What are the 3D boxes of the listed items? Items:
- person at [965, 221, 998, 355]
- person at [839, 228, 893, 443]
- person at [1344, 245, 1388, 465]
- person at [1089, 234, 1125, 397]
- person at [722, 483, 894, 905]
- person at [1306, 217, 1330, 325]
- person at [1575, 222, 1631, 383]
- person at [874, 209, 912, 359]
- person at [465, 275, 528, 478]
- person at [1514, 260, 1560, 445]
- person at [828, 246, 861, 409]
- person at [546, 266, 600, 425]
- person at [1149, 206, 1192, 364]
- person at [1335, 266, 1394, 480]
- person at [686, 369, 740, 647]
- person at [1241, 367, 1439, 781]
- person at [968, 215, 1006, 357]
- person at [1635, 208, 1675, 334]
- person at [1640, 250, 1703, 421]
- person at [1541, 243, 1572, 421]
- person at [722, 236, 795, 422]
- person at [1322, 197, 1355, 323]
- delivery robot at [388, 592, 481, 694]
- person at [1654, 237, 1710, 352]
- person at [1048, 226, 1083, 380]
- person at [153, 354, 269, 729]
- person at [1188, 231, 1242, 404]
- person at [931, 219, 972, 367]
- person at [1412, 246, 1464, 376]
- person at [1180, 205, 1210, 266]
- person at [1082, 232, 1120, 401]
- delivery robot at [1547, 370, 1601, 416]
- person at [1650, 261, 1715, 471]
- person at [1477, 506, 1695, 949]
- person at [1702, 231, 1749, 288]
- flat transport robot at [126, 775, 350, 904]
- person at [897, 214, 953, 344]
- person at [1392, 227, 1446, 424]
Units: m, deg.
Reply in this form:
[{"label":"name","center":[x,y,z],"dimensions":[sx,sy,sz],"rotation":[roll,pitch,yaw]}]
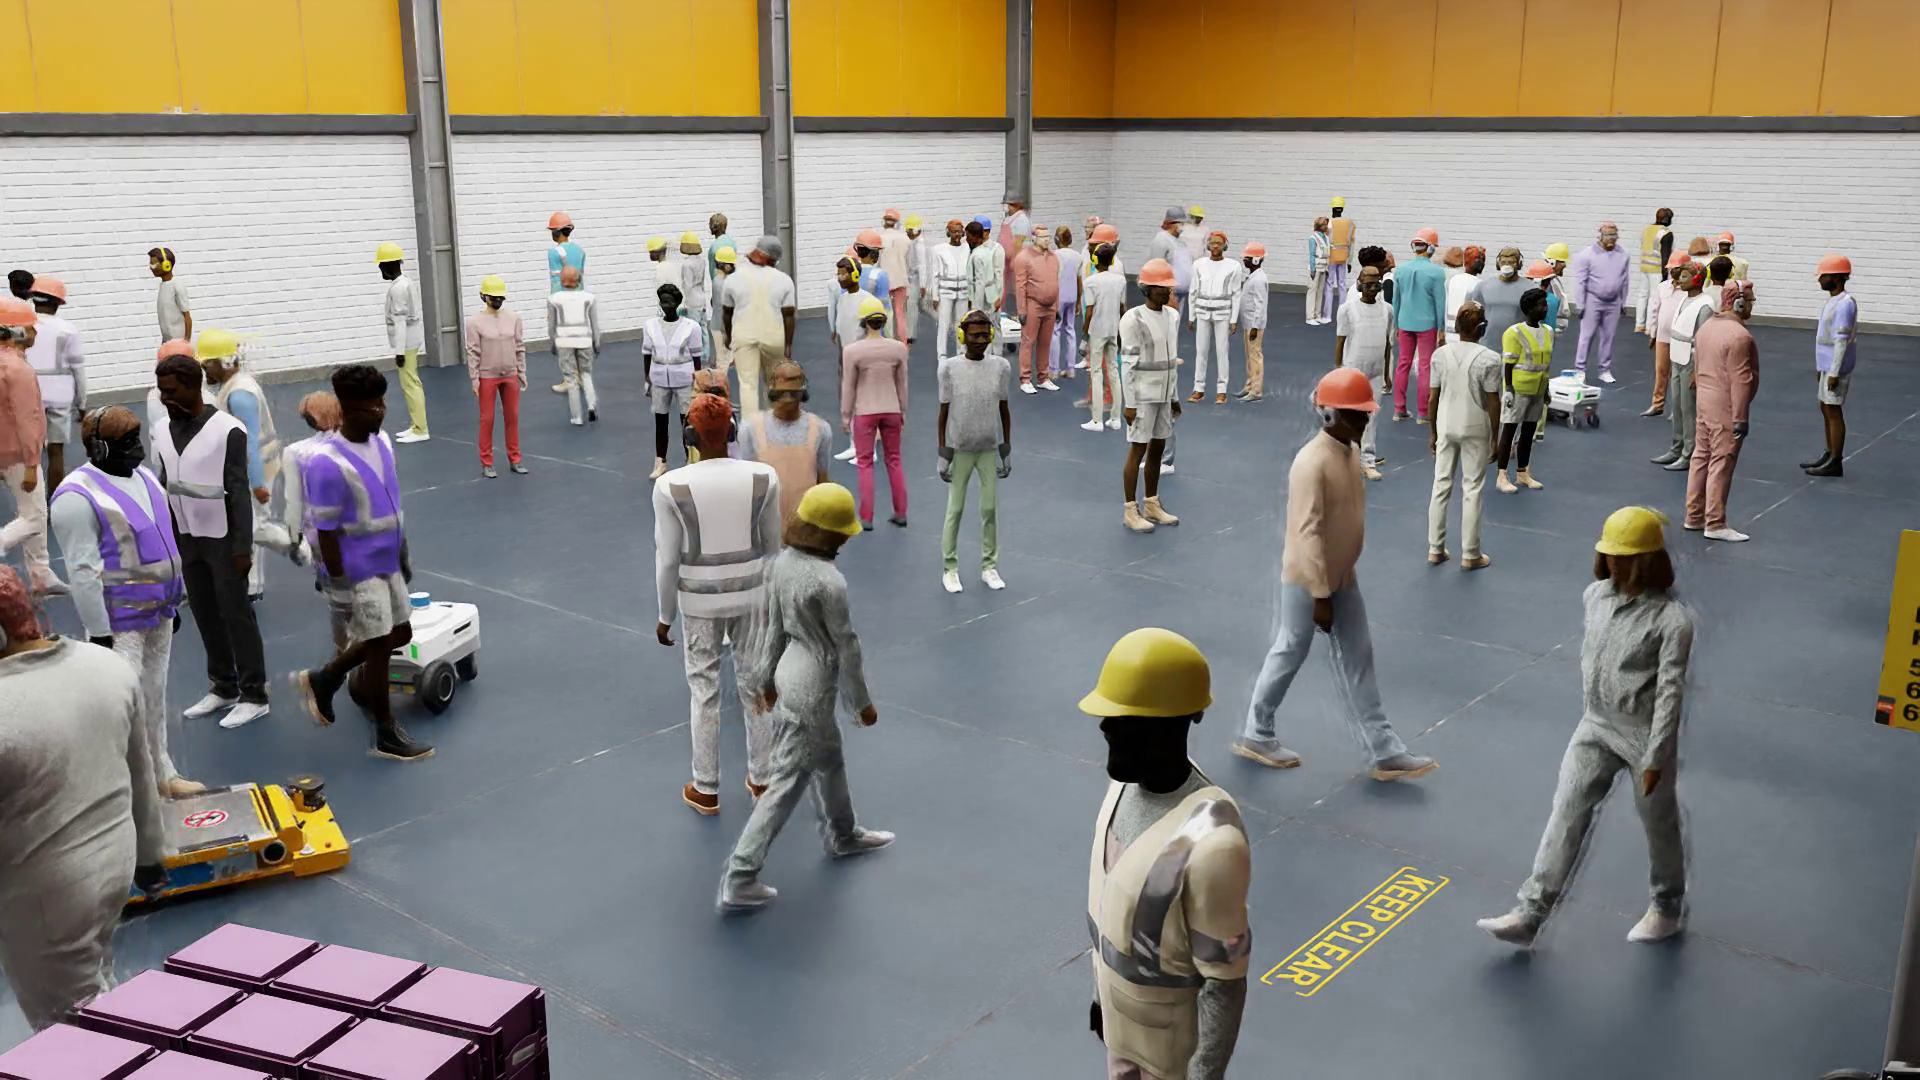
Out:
[{"label":"person","center":[0.241,-2.770,19.502],"dimensions":[0.399,1.914,0.590],"rotation":[2,14,8]},{"label":"person","center":[-0.865,-1.960,16.007],"dimensions":[0.605,2.042,0.387],"rotation":[11,18,36]},{"label":"person","center":[3.645,-1.665,14.978],"dimensions":[0.368,1.966,0.603],"rotation":[-1,14,-6]},{"label":"person","center":[1.673,-2.542,18.725],"dimensions":[0.332,1.845,0.518],"rotation":[-3,14,-11]},{"label":"person","center":[-0.616,0.593,6.561],"dimensions":[0.851,1.676,0.502],"rotation":[-8,16,-28]},{"label":"person","center":[5.476,-4.111,25.414],"dimensions":[0.309,1.641,0.515],"rotation":[11,18,37]},{"label":"person","center":[7.591,-2.796,19.654],"dimensions":[0.639,1.895,0.393],"rotation":[-1,14,-6]},{"label":"person","center":[-0.934,-3.365,21.869],"dimensions":[0.620,1.922,0.890],"rotation":[-6,15,-23]},{"label":"person","center":[-3.993,-1.412,14.396],"dimensions":[0.518,1.756,0.348],"rotation":[-12,18,-40]},{"label":"person","center":[5.479,-1.783,15.881],"dimensions":[0.326,1.752,0.563],"rotation":[11,18,37]},{"label":"person","center":[-1.127,-2.268,17.836],"dimensions":[0.575,1.741,0.338],"rotation":[4,15,14]},{"label":"person","center":[-3.925,-1.971,16.901],"dimensions":[0.508,1.623,0.379],"rotation":[-6,15,-24]},{"label":"person","center":[2.667,-3.197,20.947],"dimensions":[0.538,2.000,0.700],"rotation":[9,17,33]},{"label":"person","center":[3.455,-1.417,14.234],"dimensions":[0.519,1.844,0.331],"rotation":[-3,14,-11]},{"label":"person","center":[-1.416,-0.193,9.757],"dimensions":[0.315,1.641,0.514],"rotation":[-7,16,-25]},{"label":"person","center":[1.741,0.176,7.670],"dimensions":[0.953,1.941,0.635],"rotation":[11,18,38]},{"label":"person","center":[0.302,-3.000,20.371],"dimensions":[0.413,1.942,0.606],"rotation":[-13,19,-43]},{"label":"person","center":[10.159,-3.916,24.258],"dimensions":[0.432,1.835,0.630],"rotation":[-3,14,-11]},{"label":"person","center":[7.365,-2.108,17.178],"dimensions":[0.341,1.749,0.572],"rotation":[-9,16,-31]},{"label":"person","center":[6.088,-2.154,17.219],"dimensions":[0.404,1.827,0.586],"rotation":[6,15,23]},{"label":"person","center":[-1.916,-1.946,15.948],"dimensions":[0.701,2.000,0.981],"rotation":[-1,14,-4]},{"label":"person","center":[5.778,-4.313,25.637],"dimensions":[0.595,1.925,0.370],"rotation":[-4,15,-16]},{"label":"delivery robot","center":[-2.874,0.524,8.903],"dimensions":[0.477,0.478,0.707],"rotation":[3,14,12]},{"label":"person","center":[9.475,-3.102,21.492],"dimensions":[0.525,1.586,0.853],"rotation":[-7,16,-25]},{"label":"person","center":[1.229,-2.829,19.901],"dimensions":[0.518,1.836,0.347],"rotation":[-8,16,-29]},{"label":"person","center":[-3.823,-0.006,8.478],"dimensions":[0.601,1.906,0.411],"rotation":[7,15,25]},{"label":"person","center":[2.776,-2.436,18.227],"dimensions":[0.576,1.885,0.355],"rotation":[6,15,22]},{"label":"person","center":[-0.069,-2.984,20.420],"dimensions":[0.573,1.883,0.353],"rotation":[-4,15,-16]},{"label":"person","center":[5.770,-2.703,19.875],"dimensions":[0.717,1.608,0.520],"rotation":[-4,15,-14]},{"label":"person","center":[3.773,-4.554,26.972],"dimensions":[0.531,1.741,0.693],"rotation":[-1,14,-5]},{"label":"person","center":[1.526,-2.357,17.840],"dimensions":[0.370,1.916,0.597],"rotation":[-8,16,-28]},{"label":"delivery robot","center":[6.170,-1.489,16.948],"dimensions":[0.477,0.478,0.707],"rotation":[-7,16,-24]},{"label":"person","center":[6.443,-1.532,14.690],"dimensions":[0.375,1.843,0.575],"rotation":[1,14,3]},{"label":"person","center":[2.364,0.714,6.016],"dimensions":[0.913,1.693,0.505],"rotation":[-8,16,-28]},{"label":"person","center":[9.249,-2.871,20.244],"dimensions":[0.560,1.743,0.338],"rotation":[2,14,8]},{"label":"flat transport robot","center":[-3.281,1.259,6.731],"dimensions":[1.431,0.197,0.652],"rotation":[-8,16,-28]},{"label":"person","center":[-0.488,-3.617,23.116],"dimensions":[0.745,1.808,0.617],"rotation":[-1,14,-3]},{"label":"person","center":[4.700,-2.184,17.002],"dimensions":[0.384,1.991,0.612],"rotation":[-13,19,-41]}]
